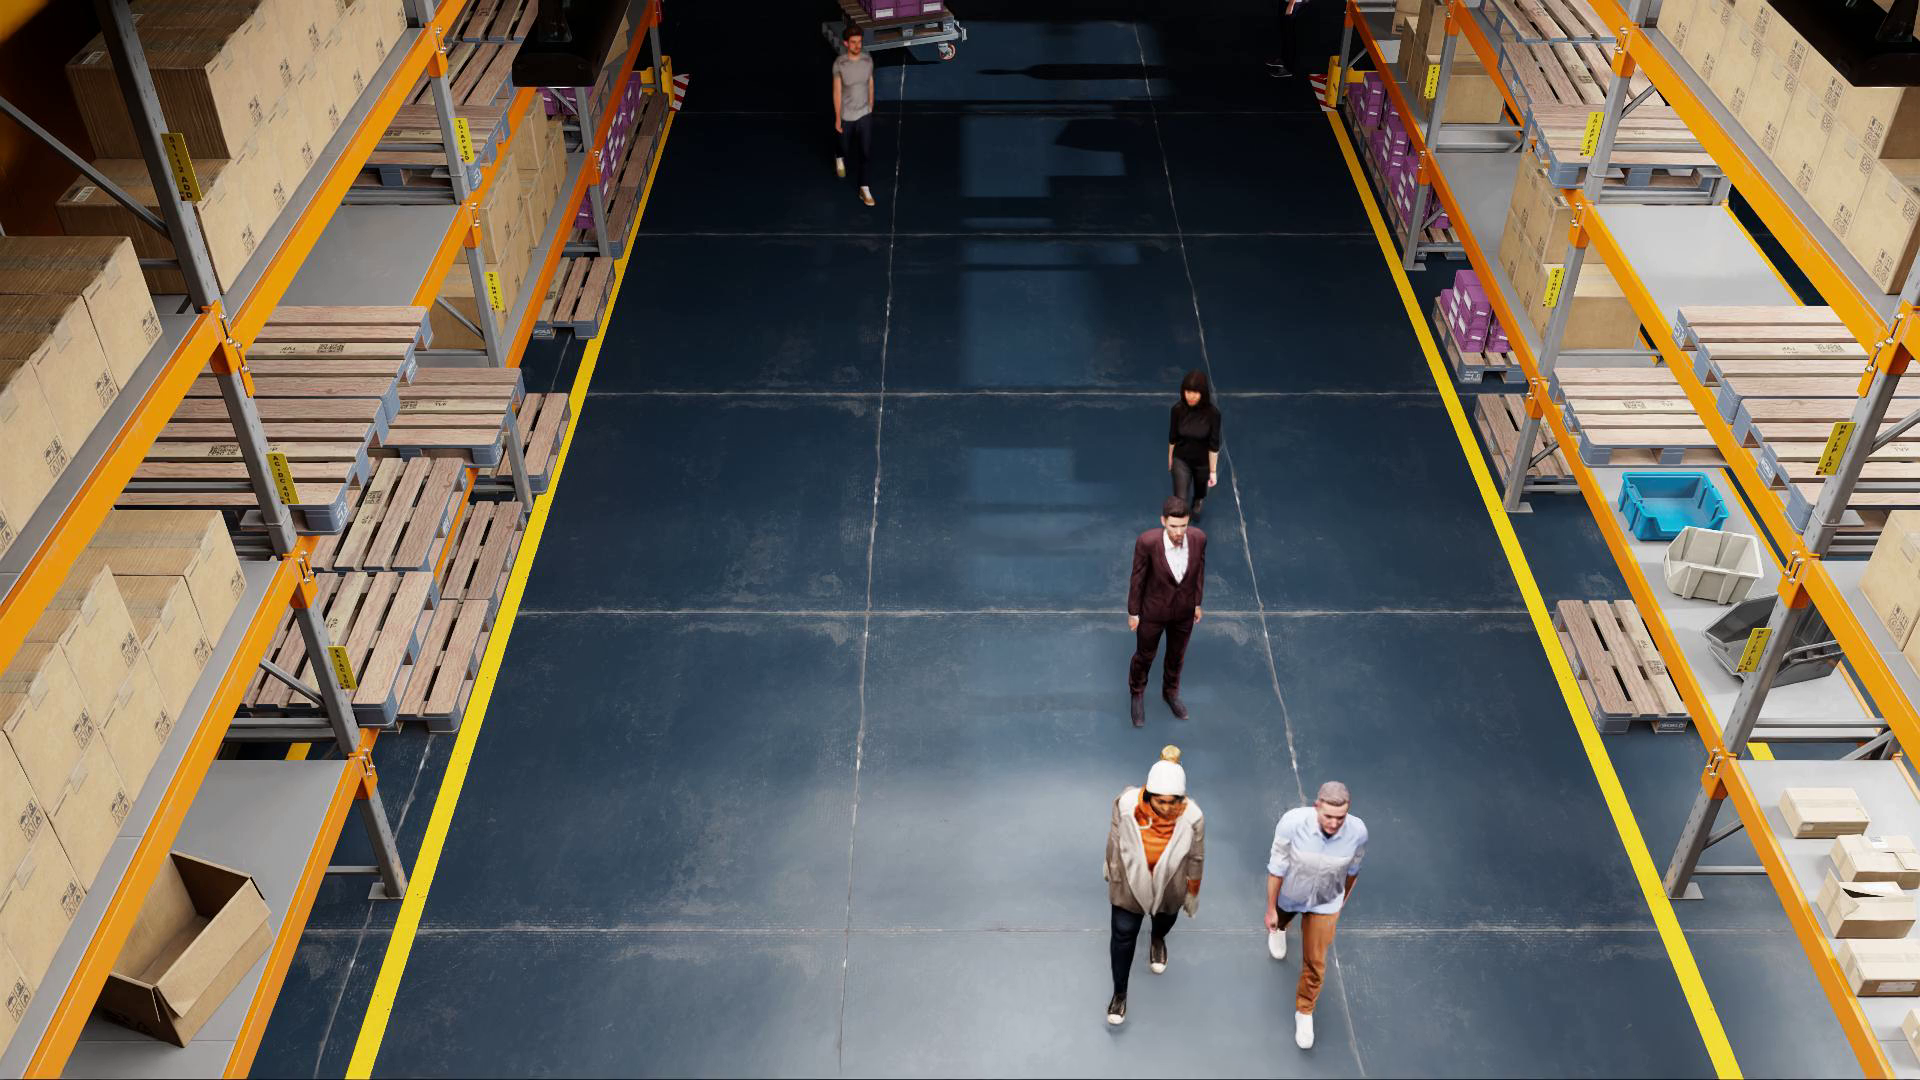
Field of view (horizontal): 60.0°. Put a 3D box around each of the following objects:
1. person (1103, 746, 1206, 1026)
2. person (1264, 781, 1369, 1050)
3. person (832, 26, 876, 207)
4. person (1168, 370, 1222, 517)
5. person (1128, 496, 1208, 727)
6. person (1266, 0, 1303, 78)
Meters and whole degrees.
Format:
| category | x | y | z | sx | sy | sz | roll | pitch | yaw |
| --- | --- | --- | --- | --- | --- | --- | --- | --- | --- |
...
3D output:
| category | x | y | z | sx | sy | sz | roll | pitch | yaw |
| --- | --- | --- | --- | --- | --- | --- | --- | --- | --- |
| person | 1.127 | 1.842 | 9.555 | 0.819 | 1.864 | 1.058 | 6 | 39 | 7 |
| person | 1.962 | 1.943 | 9.488 | 0.817 | 1.791 | 1.191 | 6 | 39 | 7 |
| person | -1.153 | -4.512 | 17.505 | 0.855 | 1.872 | 1.194 | -11 | 40 | -14 |
| person | 1.821 | -0.644 | 12.873 | 0.697 | 1.608 | 1.109 | 7 | 39 | 9 |
| person | 1.402 | 0.454 | 11.294 | 0.735 | 1.864 | 0.655 | -8 | 39 | -10 |
| person | 4.001 | -6.541 | 20.068 | 0.713 | 1.844 | 0.464 | 1 | 39 | 1 |
